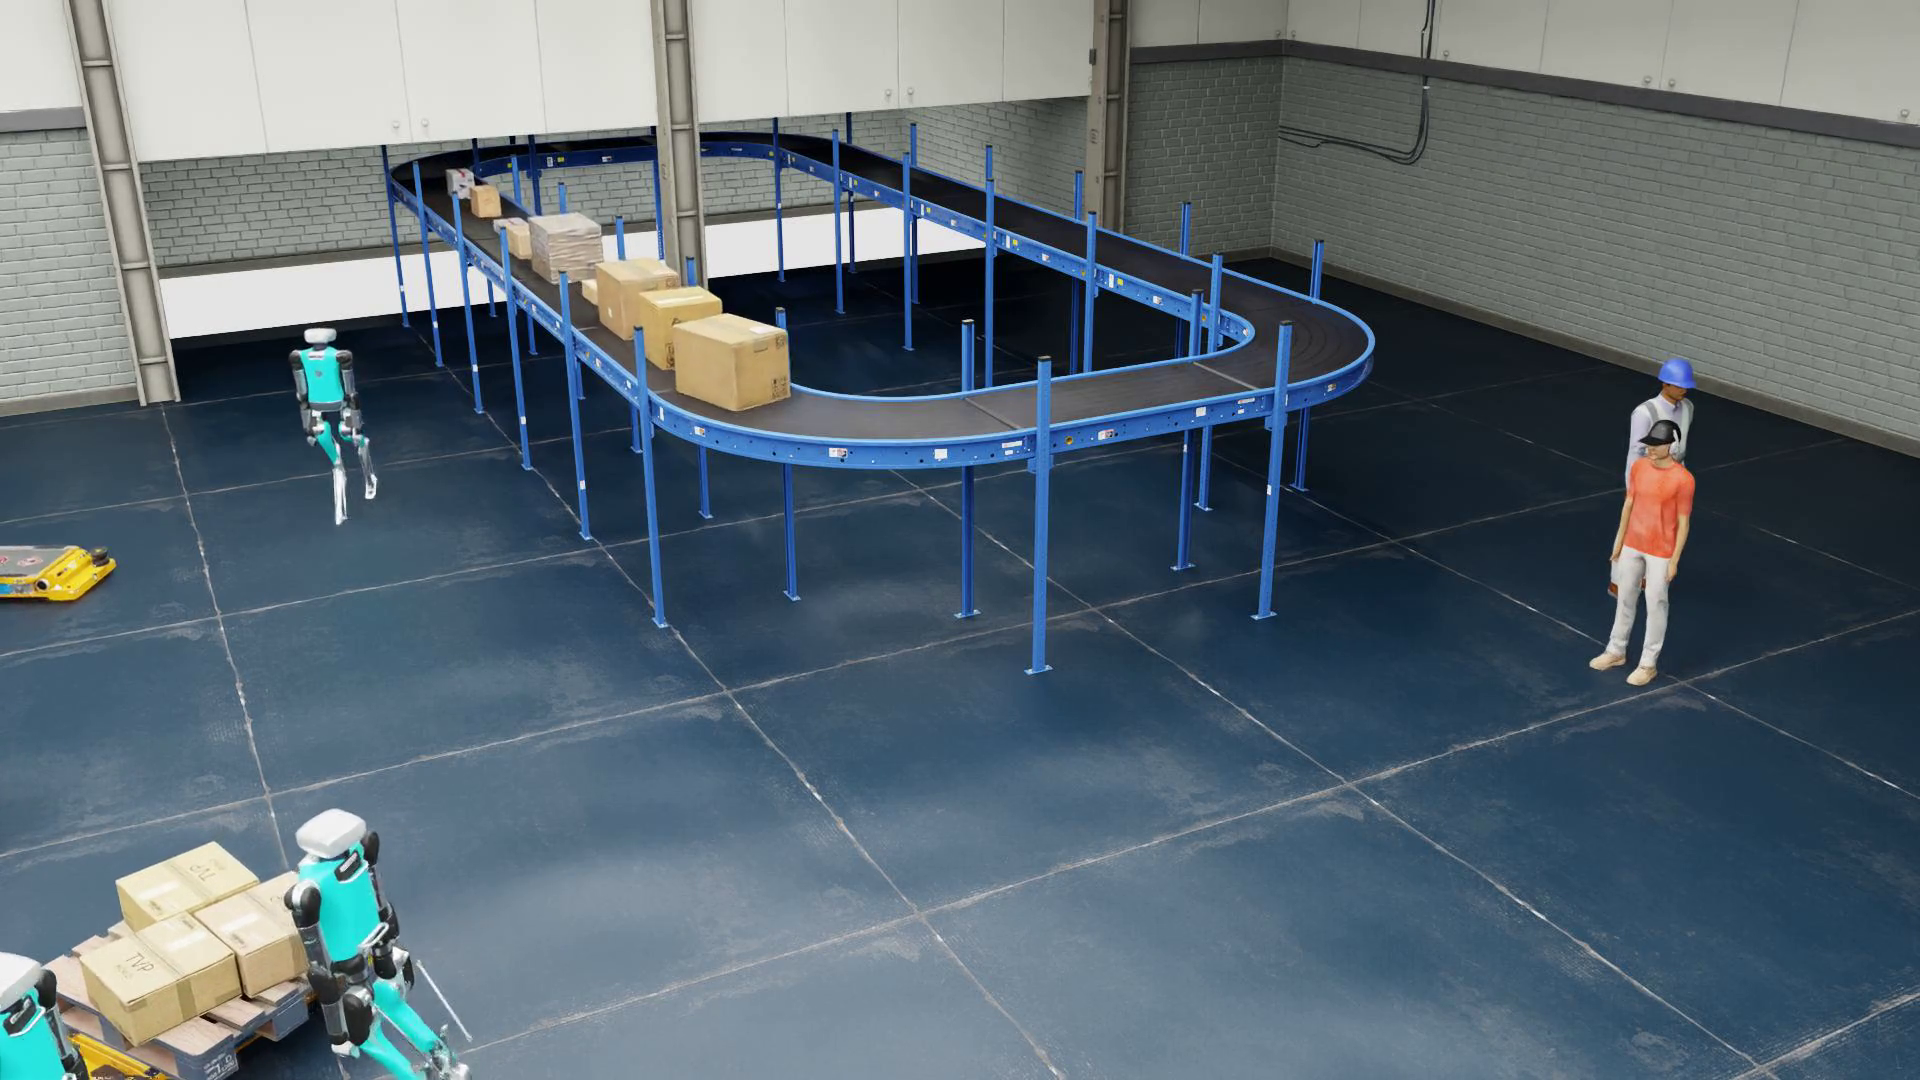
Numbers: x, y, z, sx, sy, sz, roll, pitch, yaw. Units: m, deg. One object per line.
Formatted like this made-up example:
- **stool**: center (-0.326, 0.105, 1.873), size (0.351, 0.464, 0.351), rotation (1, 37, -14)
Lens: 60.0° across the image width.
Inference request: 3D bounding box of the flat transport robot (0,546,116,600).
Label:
- **flat transport robot**: center (-7.584, 0.270, 13.209), size (1.431, 0.231, 0.659), rotation (0, 22, 0)

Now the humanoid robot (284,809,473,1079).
- **humanoid robot**: center (-2.349, 1.993, 7.035), size (0.693, 1.817, 0.544), rotation (5, 23, 13)

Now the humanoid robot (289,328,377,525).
- **humanoid robot**: center (-5.415, -1.075, 14.626), size (0.532, 1.779, 0.988), rotation (0, 22, 0)

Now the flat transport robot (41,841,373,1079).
- **flat transport robot**: center (-3.672, 2.300, 8.190), size (0.659, 0.231, 1.431), rotation (12, 25, 26)

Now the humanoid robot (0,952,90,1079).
- **humanoid robot**: center (-3.194, 2.303, 6.160), size (0.679, 1.746, 0.544), rotation (1, 22, 3)

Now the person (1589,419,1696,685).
- **person**: center (4.731, 0.082, 11.485), size (0.410, 1.910, 0.480), rotation (-15, 26, -32)

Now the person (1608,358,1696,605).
- **person**: center (5.344, -0.460, 12.776), size (0.605, 1.946, 0.404), rotation (-12, 25, -27)
